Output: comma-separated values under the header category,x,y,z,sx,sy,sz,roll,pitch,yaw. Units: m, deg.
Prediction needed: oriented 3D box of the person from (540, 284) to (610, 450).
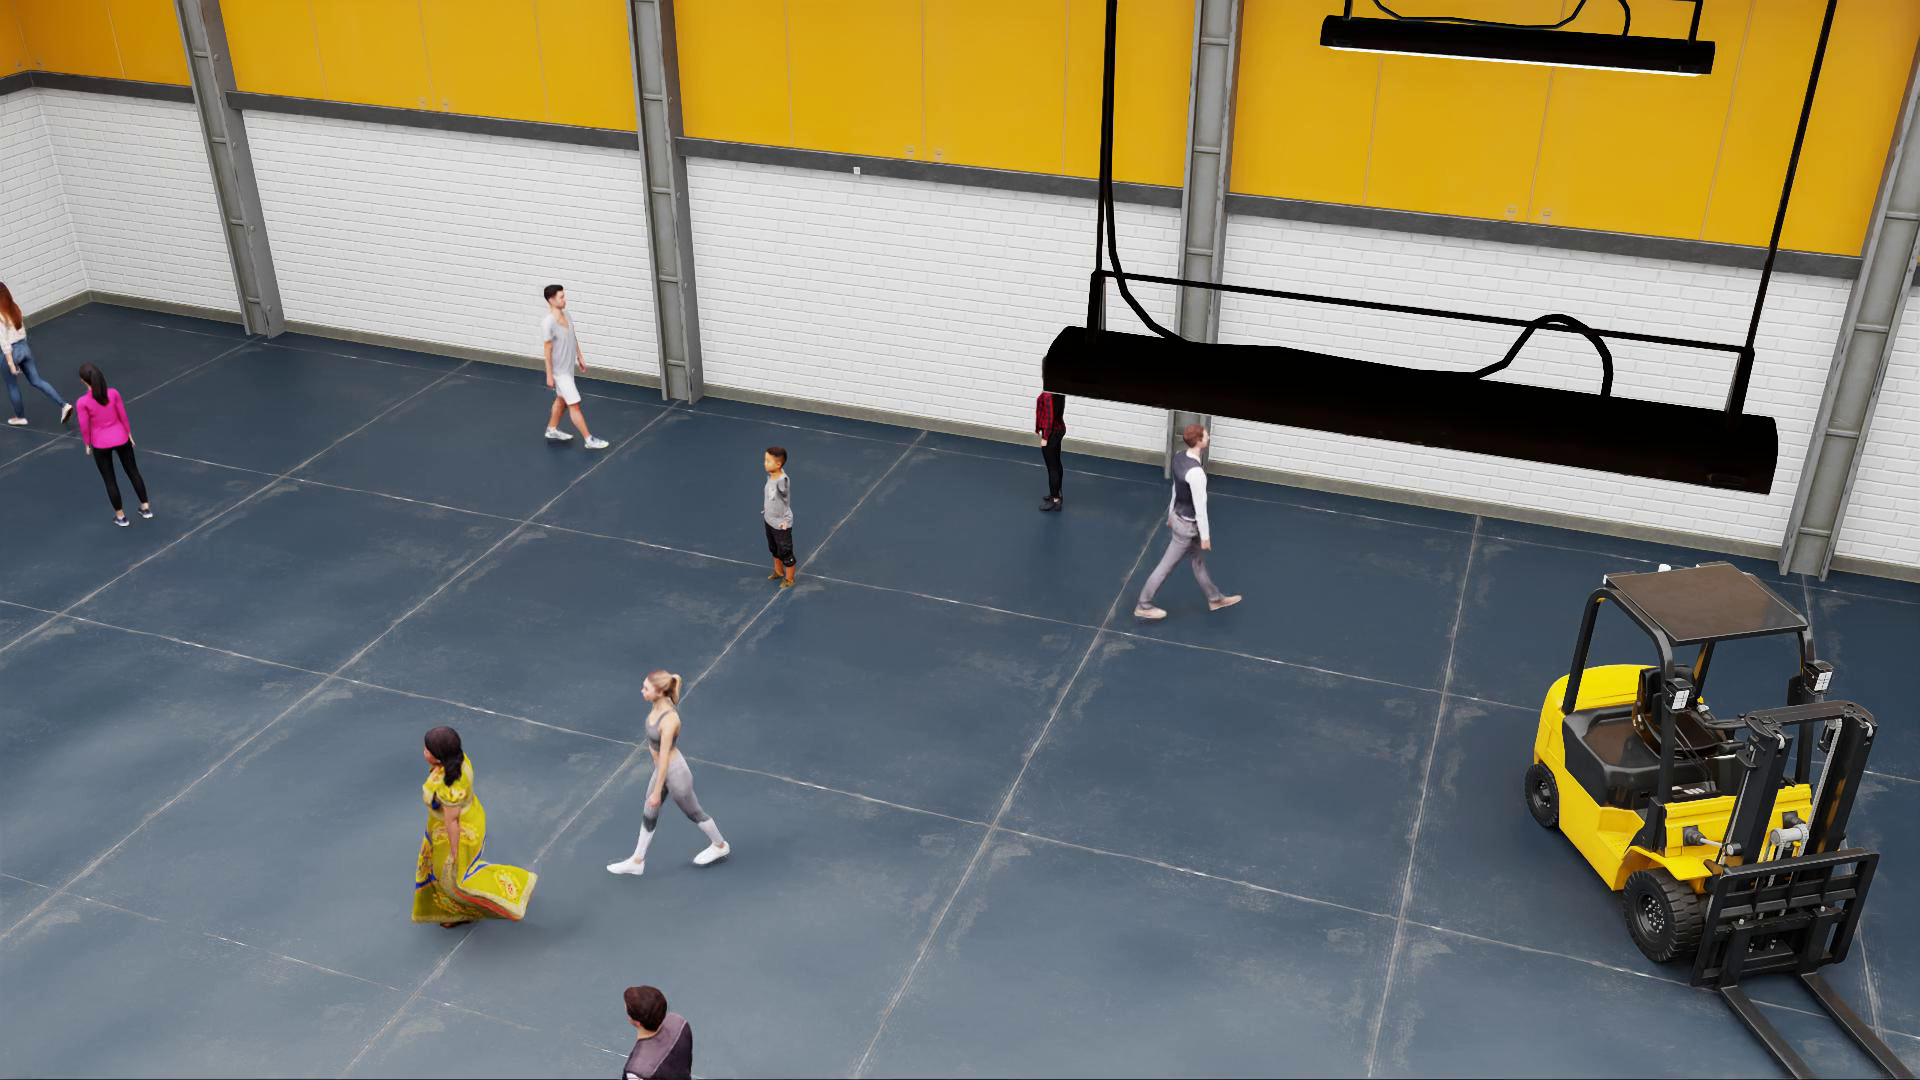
category,x,y,z,sx,sy,sz,roll,pitch,yaw
person,-4.350,-1.869,17.927,1.063,1.825,0.771,7,29,13

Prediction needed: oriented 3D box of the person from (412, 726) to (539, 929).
category,x,y,z,sx,sy,sz,roll,pitch,yaw
person,-3.272,1.949,11.121,1.242,1.640,1.111,-7,29,-12

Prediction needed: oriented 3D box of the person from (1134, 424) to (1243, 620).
category,x,y,z,sx,sy,sz,roll,pitch,yaw
person,1.906,-0.117,14.646,1.333,1.891,1.062,-3,29,-6

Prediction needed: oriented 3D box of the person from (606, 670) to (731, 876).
category,x,y,z,sx,sy,sz,roll,pitch,yaw
person,-1.935,1.649,11.654,1.138,1.655,1.060,-12,31,-20

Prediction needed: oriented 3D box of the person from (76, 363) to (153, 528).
category,x,y,z,sx,sy,sz,roll,pitch,yaw
person,-8.350,-0.938,16.354,0.689,1.697,0.701,-25,37,-37

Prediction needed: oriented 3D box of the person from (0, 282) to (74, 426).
category,x,y,z,sx,sy,sz,roll,pitch,yaw
person,-10.317,-2.026,18.342,1.091,1.704,0.639,7,29,12

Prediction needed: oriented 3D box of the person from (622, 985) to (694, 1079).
category,x,y,z,sx,sy,sz,roll,pitch,yaw
person,-1.493,3.099,8.829,1.187,1.815,0.754,14,32,24

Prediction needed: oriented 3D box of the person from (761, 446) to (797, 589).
category,x,y,z,sx,sy,sz,roll,pitch,yaw
person,-1.677,-0.259,15.361,0.706,1.456,0.615,-18,33,-30

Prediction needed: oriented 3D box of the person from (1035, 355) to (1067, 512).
category,x,y,z,sx,sy,sz,roll,pitch,yaw
person,0.936,-1.075,16.648,0.530,1.656,0.600,8,30,14
